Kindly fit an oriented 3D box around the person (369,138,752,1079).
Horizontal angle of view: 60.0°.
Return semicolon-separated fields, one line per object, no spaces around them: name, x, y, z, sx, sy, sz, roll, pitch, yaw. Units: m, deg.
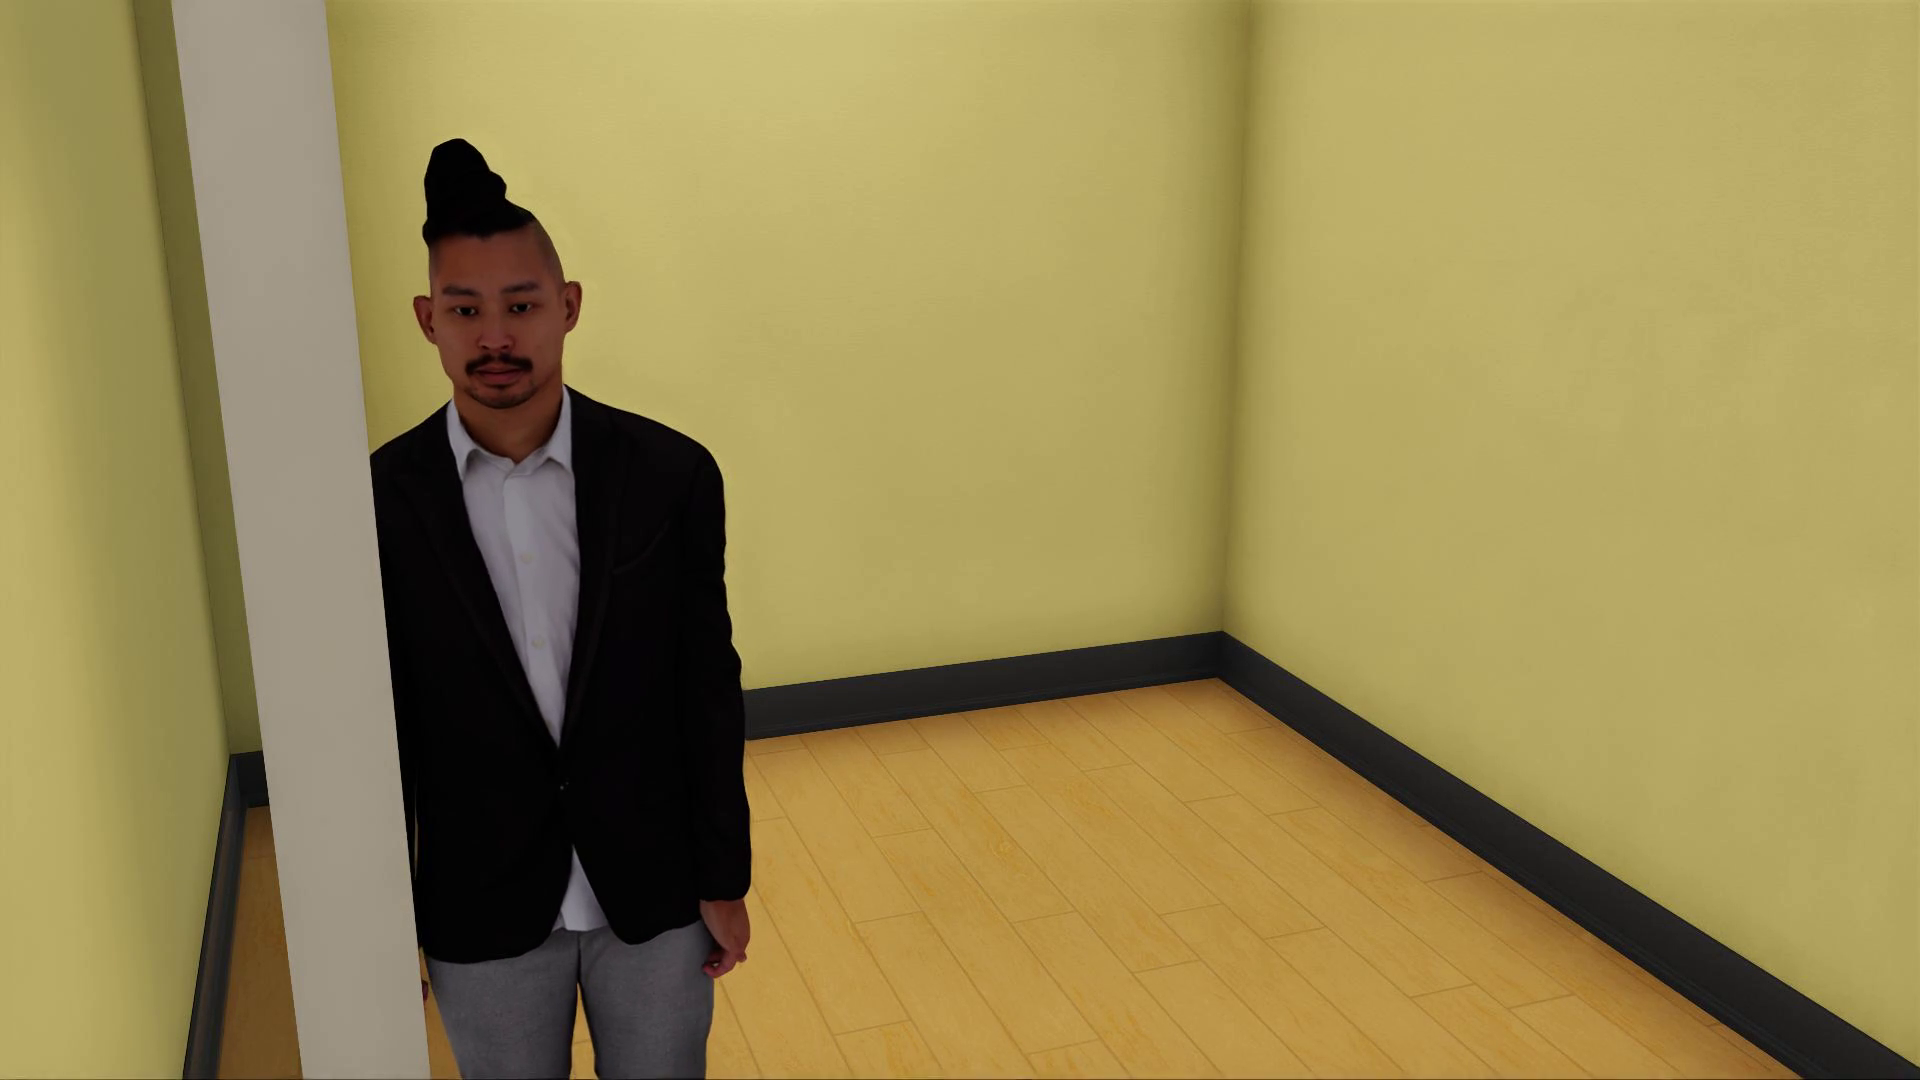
person;-0.563;0.434;2.338;0.546;1.952;0.774;-4;16;-15
